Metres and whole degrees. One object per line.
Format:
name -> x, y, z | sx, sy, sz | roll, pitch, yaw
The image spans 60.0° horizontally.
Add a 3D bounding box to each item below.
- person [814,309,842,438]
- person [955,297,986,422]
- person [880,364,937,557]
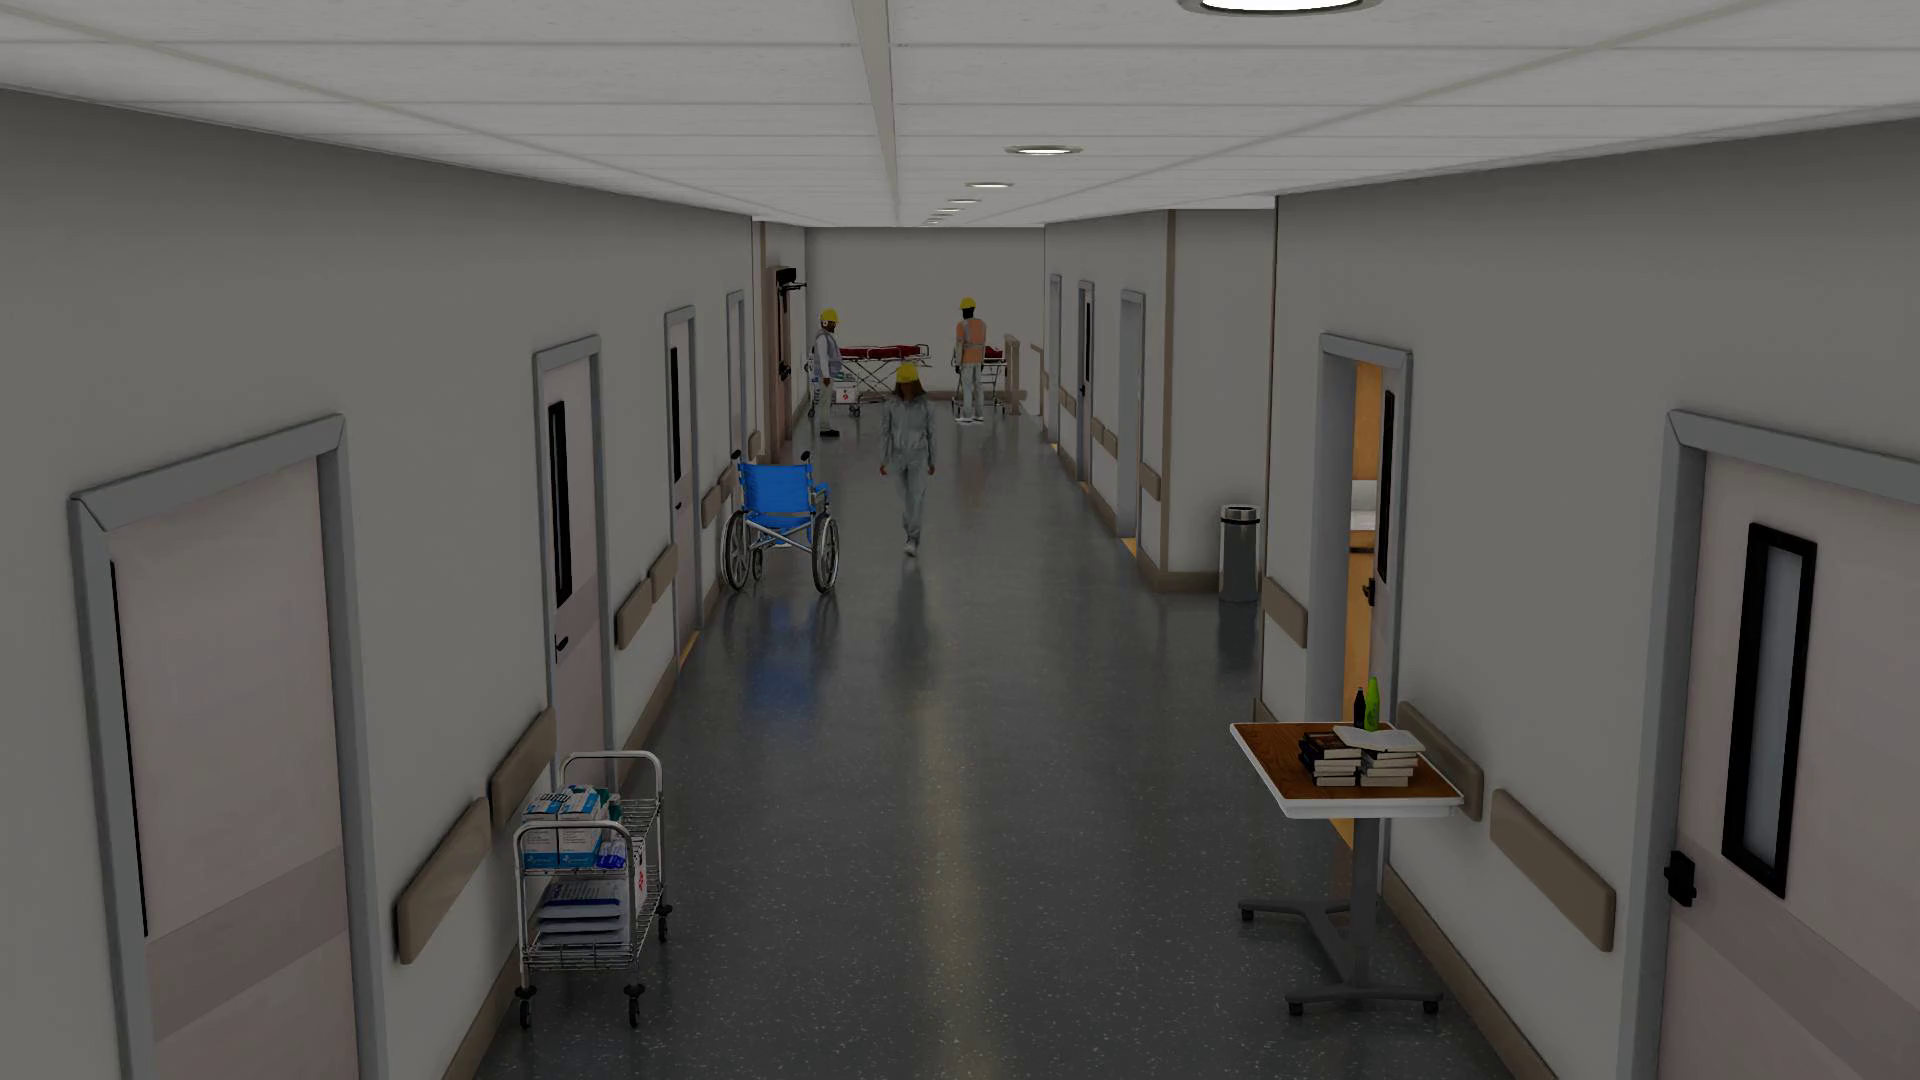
person -> -1.880, -2.375, 23.701 | 0.403, 1.822, 0.588 | 0, 10, -1
person -> 0.146, -2.774, 25.663 | 0.587, 1.919, 0.399 | -10, 14, -43
person -> -0.464, -0.714, 14.799 | 0.484, 1.691, 0.902 | 2, 10, 12
